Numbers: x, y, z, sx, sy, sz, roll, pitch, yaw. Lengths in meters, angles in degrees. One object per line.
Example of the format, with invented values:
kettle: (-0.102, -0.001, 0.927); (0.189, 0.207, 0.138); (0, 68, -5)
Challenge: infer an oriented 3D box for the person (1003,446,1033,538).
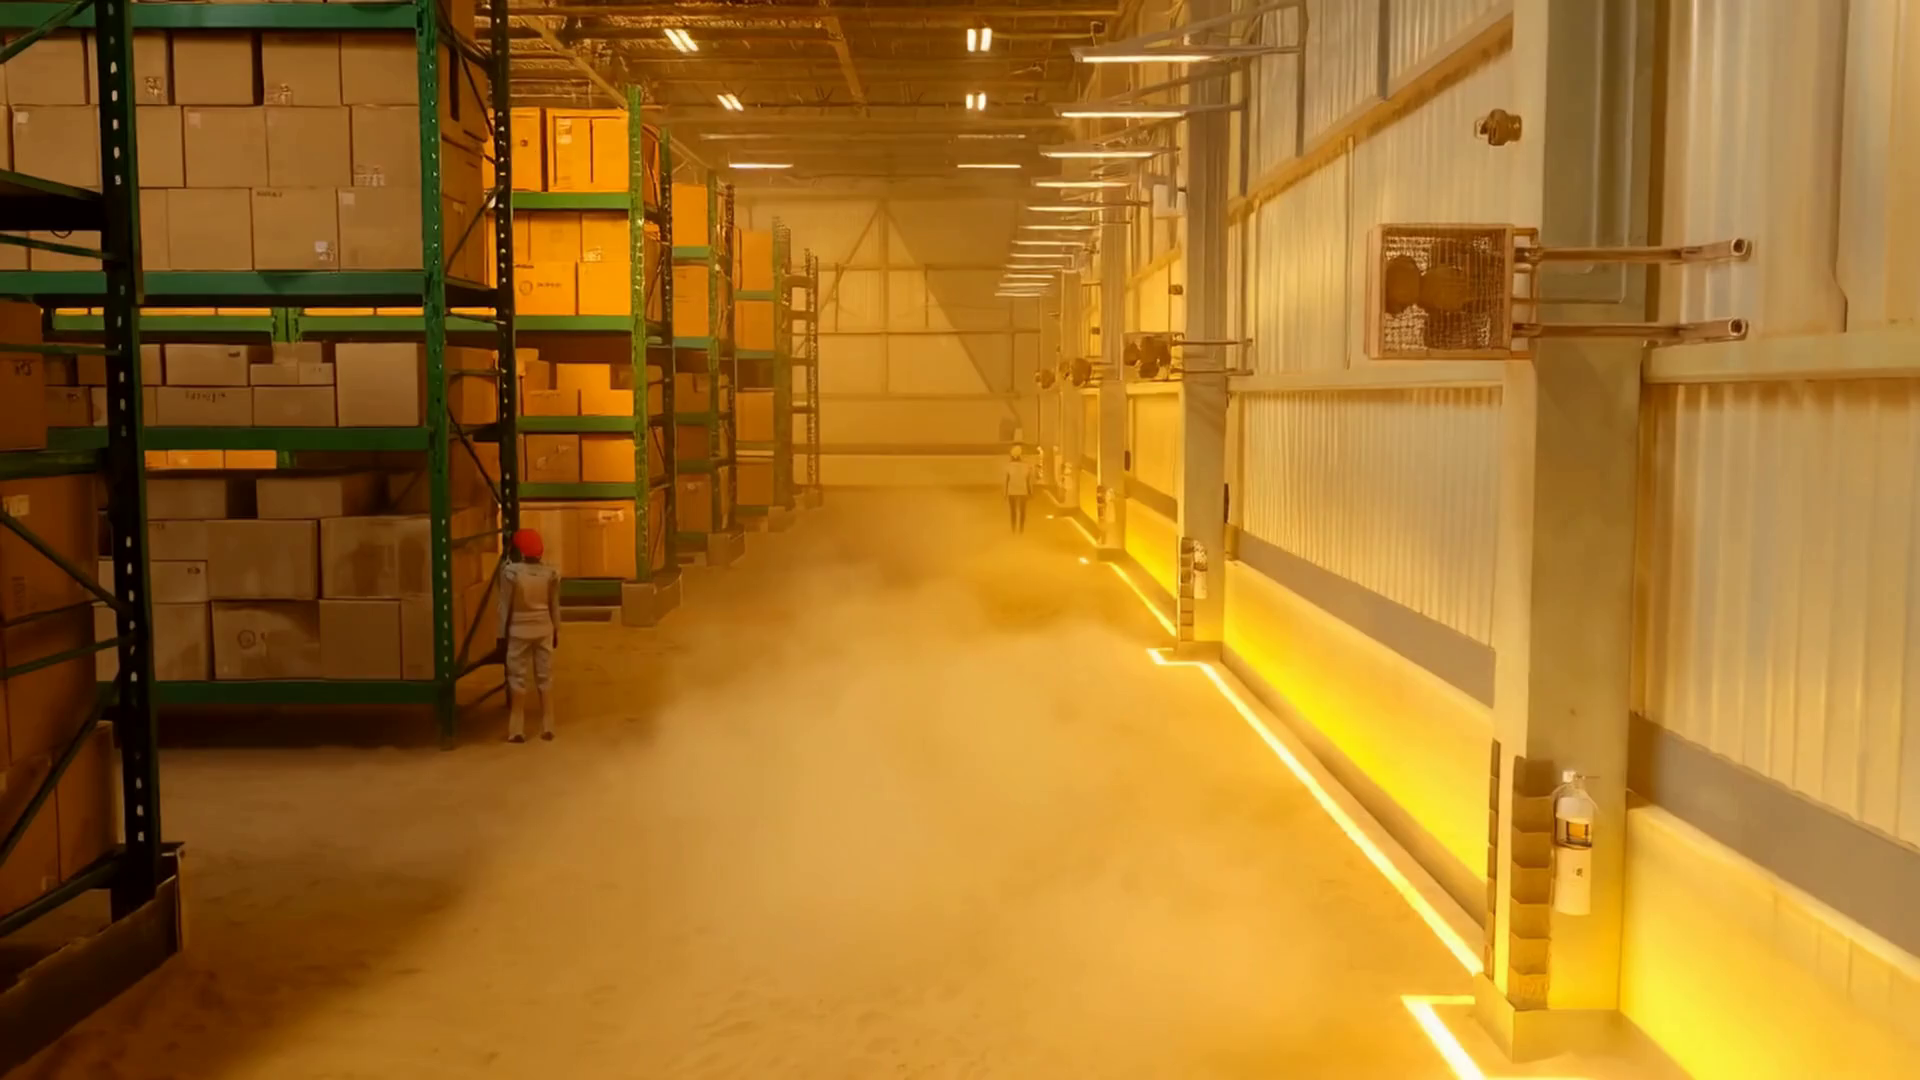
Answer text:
person: (1.084, -0.893, 30.970); (0.566, 1.725, 0.738); (0, 5, 4)

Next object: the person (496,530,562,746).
person: (-3.243, 0.735, 12.557); (0.525, 1.632, 0.314); (-4, 7, -41)
